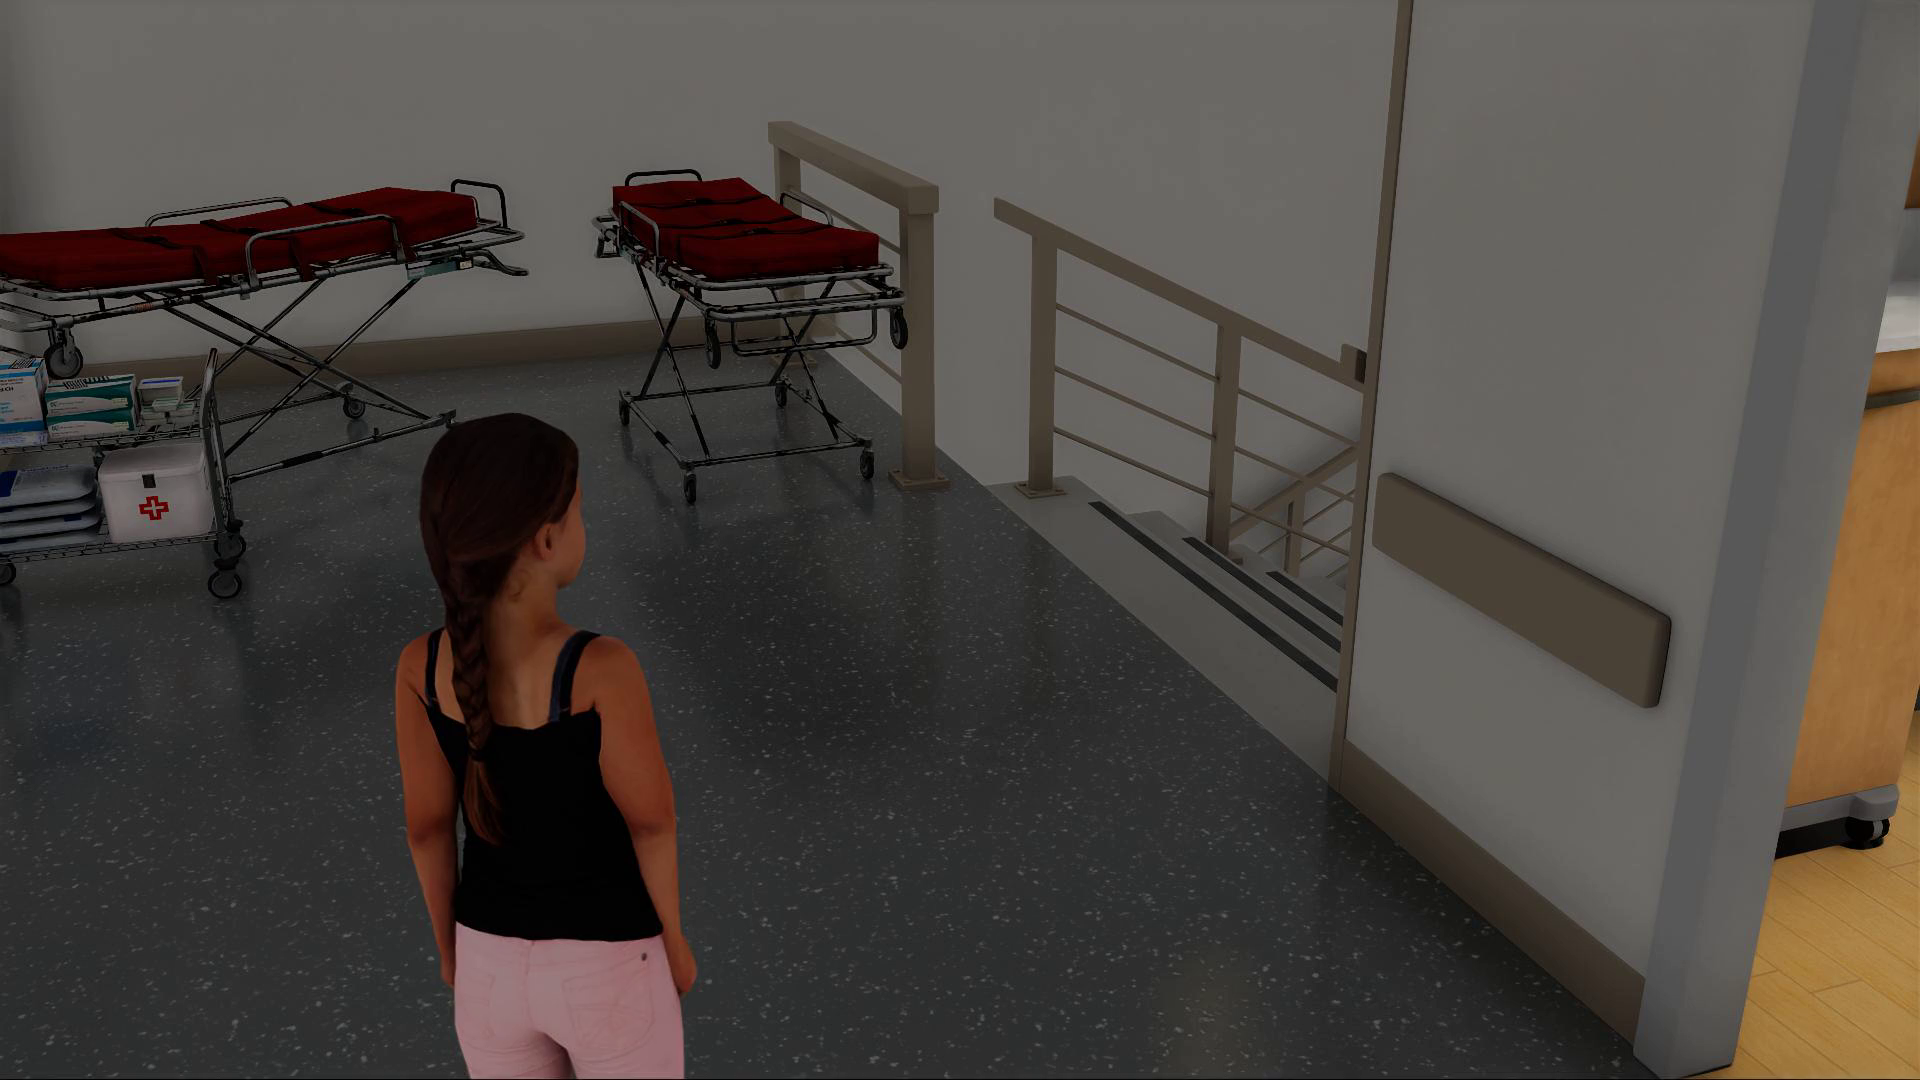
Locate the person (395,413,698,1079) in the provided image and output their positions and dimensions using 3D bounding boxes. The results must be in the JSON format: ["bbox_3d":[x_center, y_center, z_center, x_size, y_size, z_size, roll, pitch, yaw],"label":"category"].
[{"bbox_3d":[-0.540,0.587,2.261,0.627,1.564,0.652,3,21,8],"label":"person"}]
